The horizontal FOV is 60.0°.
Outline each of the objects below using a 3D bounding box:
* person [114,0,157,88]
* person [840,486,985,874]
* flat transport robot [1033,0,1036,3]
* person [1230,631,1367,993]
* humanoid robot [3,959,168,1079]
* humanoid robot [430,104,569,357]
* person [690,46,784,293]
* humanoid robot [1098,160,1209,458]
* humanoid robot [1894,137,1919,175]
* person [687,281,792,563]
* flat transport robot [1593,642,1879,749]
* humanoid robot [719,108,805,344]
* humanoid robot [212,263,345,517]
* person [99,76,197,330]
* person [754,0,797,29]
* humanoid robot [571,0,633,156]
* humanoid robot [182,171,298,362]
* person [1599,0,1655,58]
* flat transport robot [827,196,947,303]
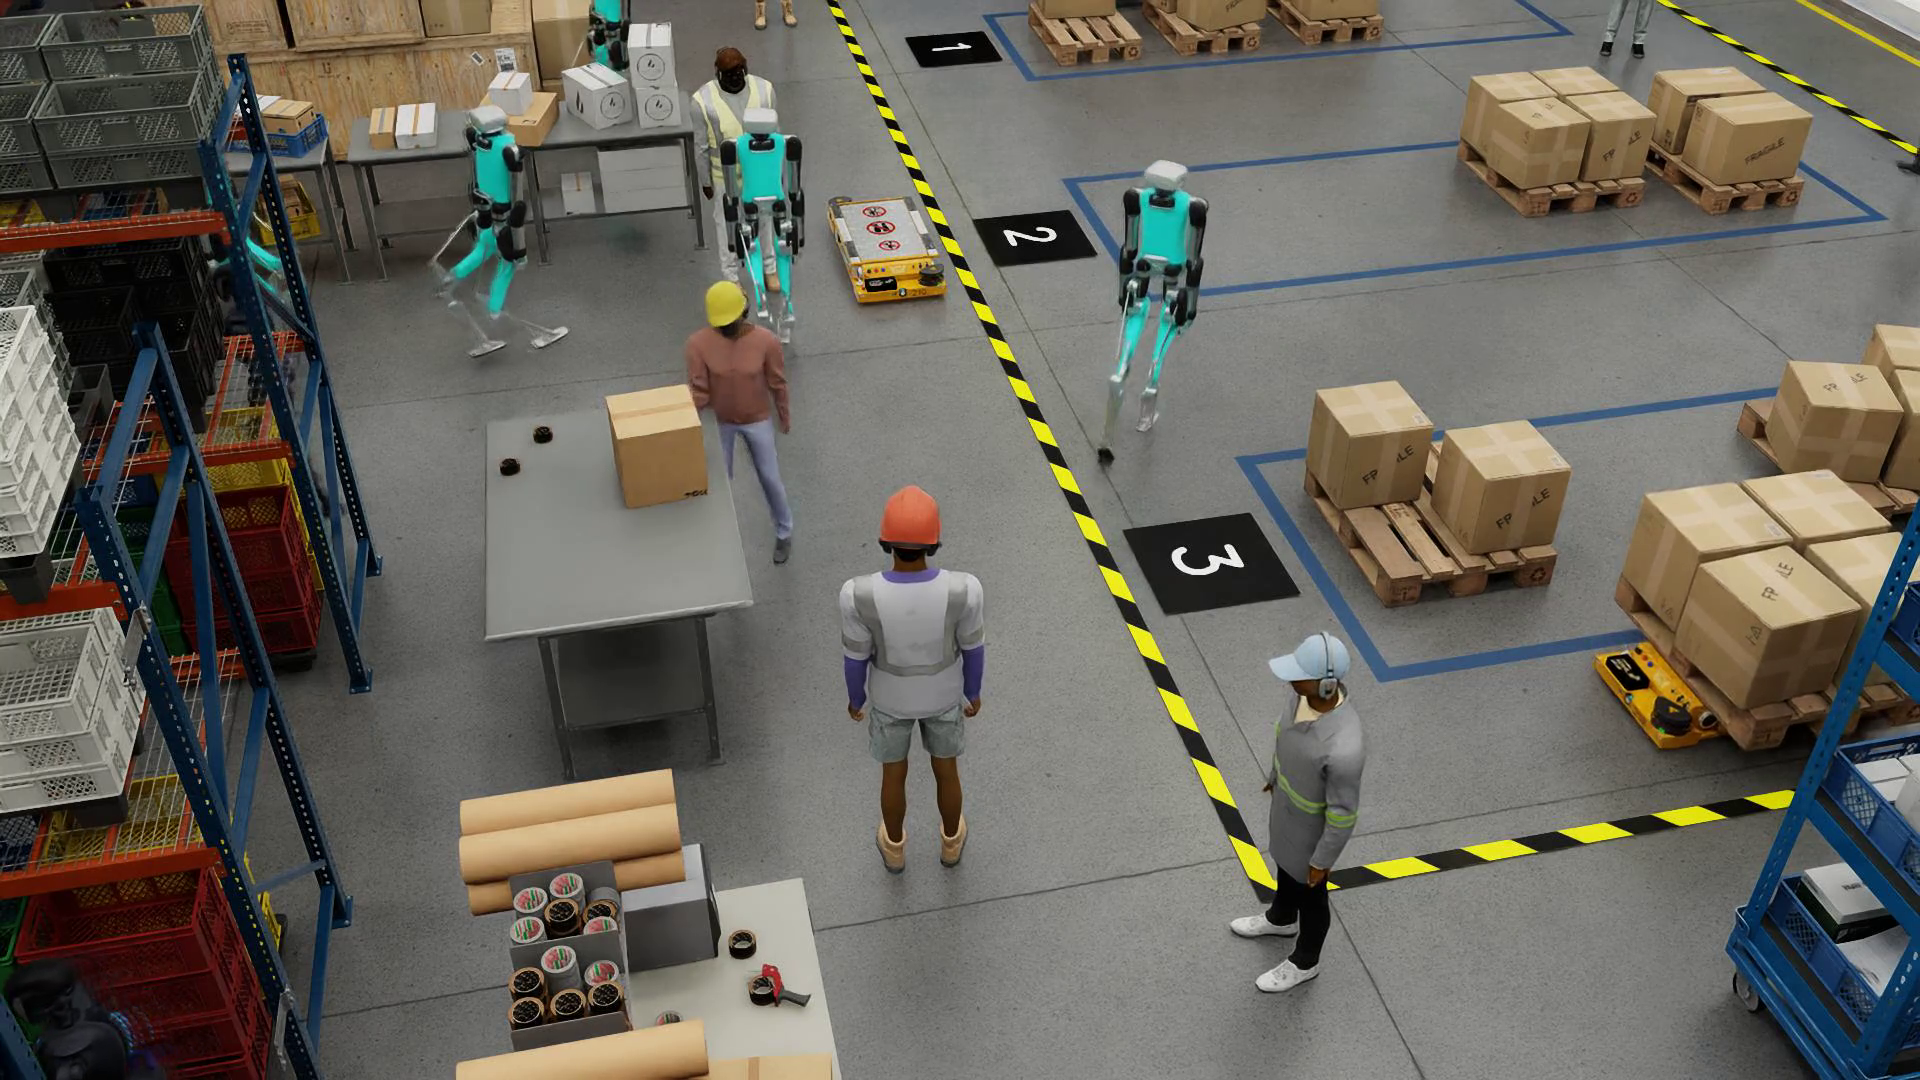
[{"bbox_3d":[-5.921,-3.069,12.352,0.406,1.852,0.555,-18,40,-23],"label":"person"},{"bbox_3d":[-0.199,0.638,7.211,0.604,2.044,0.374,-3,37,-4],"label":"person"},{"bbox_3d":[1.394,-5.860,17.406,1.431,0.197,0.652,-8,37,-10],"label":"flat transport robot"},{"bbox_3d":[1.367,1.106,6.741,0.399,1.851,0.592,-6,37,-8],"label":"person"},{"bbox_3d":[-2.839,2.008,5.676,0.359,1.651,0.609,-15,39,-19],"label":"humanoid robot"},{"bbox_3d":[-3.125,-1.945,10.934,0.546,1.746,0.947,30,46,34],"label":"humanoid robot"},{"bbox_3d":[-1.539,-2.579,11.710,0.621,1.839,0.430,-14,39,-18],"label":"person"},{"bbox_3d":[1.098,-1.310,10.136,0.557,1.813,0.936,17,40,21],"label":"humanoid robot"},{"bbox_3d":[8.088,-3.682,13.330,0.610,1.638,0.557,-14,39,-19],"label":"humanoid robot"},{"bbox_3d":[-1.195,-0.658,9.193,0.540,1.747,0.374,-1,37,-1],"label":"person"},{"bbox_3d":[4.109,0.689,8.604,1.431,0.197,0.652,-8,37,-10],"label":"flat transport robot"},{"bbox_3d":[-1.240,-1.885,10.870,0.543,1.772,0.912,-8,37,-10],"label":"humanoid robot"},{"bbox_3d":[-4.005,-0.802,9.462,0.633,1.642,0.599,-8,37,-11],"label":"humanoid robot"},{"bbox_3d":[-5.507,-2.256,11.266,0.512,1.842,0.327,29,45,33],"label":"person"},{"bbox_3d":[-1.843,-6.001,16.135,0.614,2.040,0.371,-8,37,-11],"label":"person"},{"bbox_3d":[-2.985,-3.928,13.621,0.668,1.822,0.546,-29,45,-33],"label":"humanoid robot"},{"bbox_3d":[-4.682,-1.993,10.954,0.682,1.750,0.546,5,37,6],"label":"humanoid robot"},{"bbox_3d":[6.417,-5.434,15.547,0.599,1.829,0.404,7,37,10],"label":"person"},{"bbox_3d":[-0.570,-2.220,12.538,0.659,0.231,1.431,-8,37,-10],"label":"flat transport robot"}]
